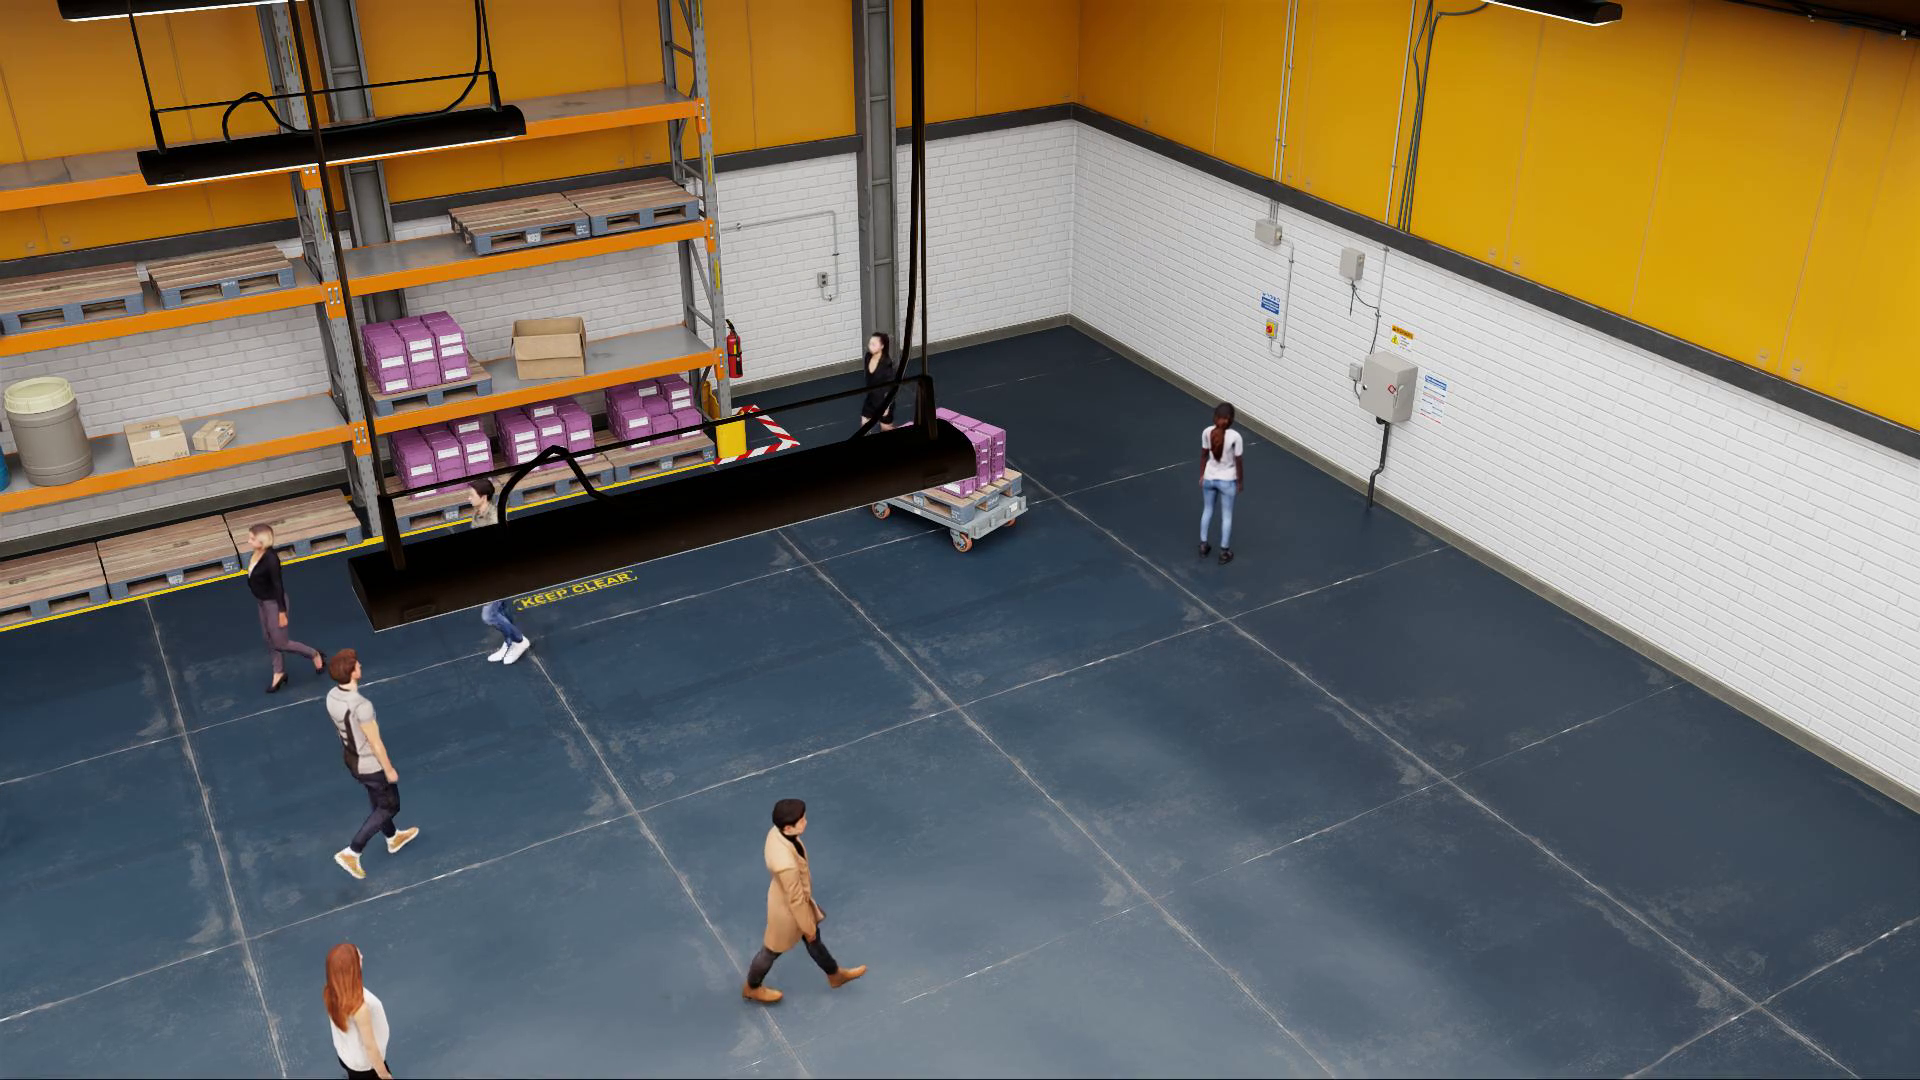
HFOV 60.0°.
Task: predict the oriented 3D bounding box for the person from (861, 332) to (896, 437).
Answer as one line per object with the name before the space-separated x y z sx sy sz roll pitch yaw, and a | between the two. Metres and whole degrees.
person | -0.830 -1.551 18.580 0.706 1.680 0.759 23 36 36

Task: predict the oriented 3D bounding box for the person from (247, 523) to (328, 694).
person | -5.984 0.590 14.676 0.817 1.662 0.664 -21 35 -33

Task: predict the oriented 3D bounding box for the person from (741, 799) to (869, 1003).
person | -1.241 2.470 11.205 1.219 1.684 0.966 -3 29 -6

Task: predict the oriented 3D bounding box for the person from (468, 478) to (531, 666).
person | -4.131 0.263 15.078 0.628 1.850 0.694 -17 33 -28

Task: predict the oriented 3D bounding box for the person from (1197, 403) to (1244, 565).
person | 2.617 -0.590 16.776 0.669 1.721 0.683 17 33 28

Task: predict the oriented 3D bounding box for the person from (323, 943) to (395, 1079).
person | -3.587 3.121 9.973 0.569 1.722 0.612 -24 37 -37

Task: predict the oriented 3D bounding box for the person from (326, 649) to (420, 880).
person | -4.471 1.690 12.432 0.884 1.878 1.097 22 36 35
